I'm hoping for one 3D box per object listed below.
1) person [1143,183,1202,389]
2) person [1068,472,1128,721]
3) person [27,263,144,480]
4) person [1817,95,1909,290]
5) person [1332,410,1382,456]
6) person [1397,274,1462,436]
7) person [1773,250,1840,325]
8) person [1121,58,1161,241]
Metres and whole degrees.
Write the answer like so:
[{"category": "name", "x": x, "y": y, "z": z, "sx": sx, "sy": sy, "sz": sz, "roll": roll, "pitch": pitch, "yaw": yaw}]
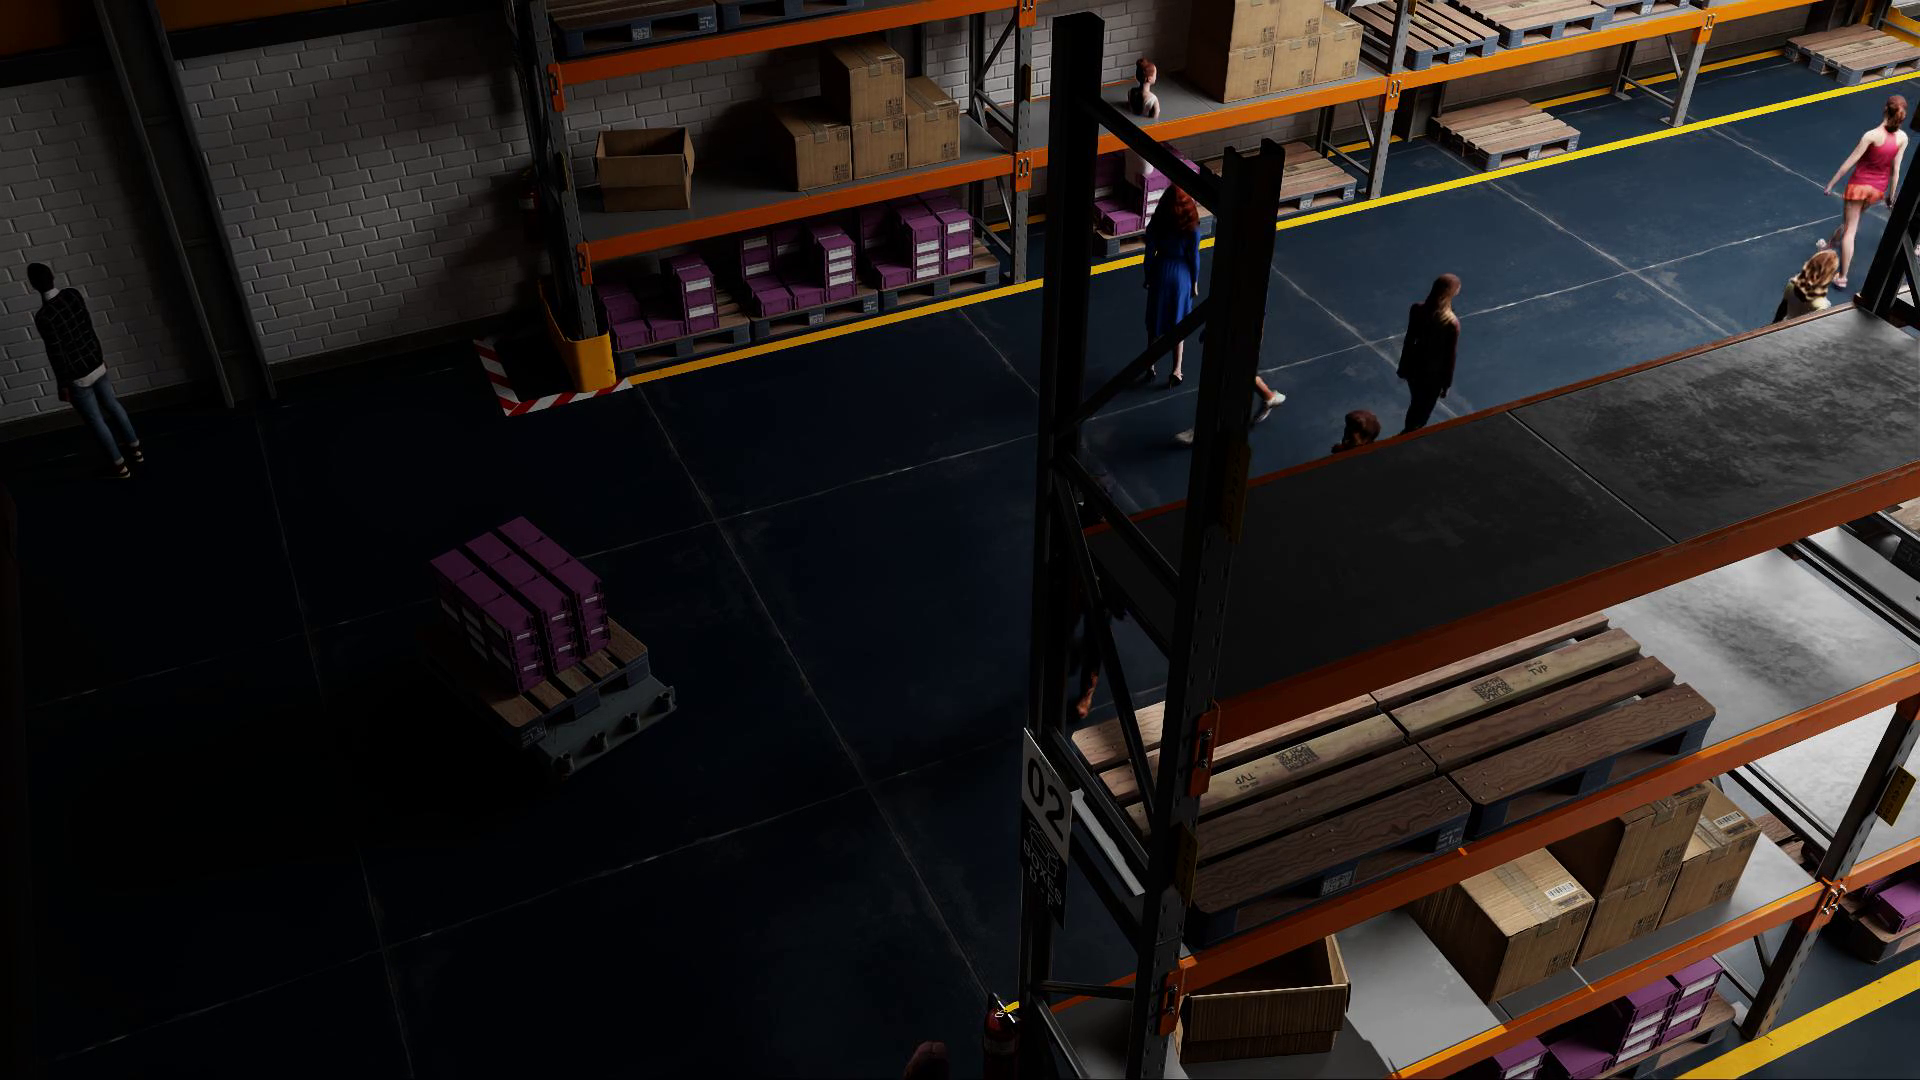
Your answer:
[{"category": "person", "x": 1.707, "y": -2.055, "z": 13.556, "sx": 0.708, "sy": 1.827, "sz": 0.772, "roll": 12, "pitch": 40, "yaw": 14}, {"category": "person", "x": 0.828, "y": 0.288, "z": 10.581, "sx": 0.907, "sy": 1.879, "sz": 0.967, "roll": 14, "pitch": 41, "yaw": 16}, {"category": "person", "x": -6.644, "y": -1.286, "z": 12.599, "sx": 0.769, "sy": 1.820, "sz": 0.740, "roll": 8, "pitch": 39, "yaw": 10}, {"category": "person", "x": 8.173, "y": -3.094, "z": 14.946, "sx": 1.086, "sy": 1.717, "sz": 1.034, "roll": -2, "pitch": 39, "yaw": -2}, {"category": "person", "x": 2.624, "y": -0.096, "z": 11.056, "sx": 0.637, "sy": 1.886, "sz": 0.708, "roll": -19, "pitch": 42, "yaw": -22}, {"category": "person", "x": 3.471, "y": -1.219, "z": 12.629, "sx": 1.041, "sy": 1.677, "sz": 0.751, "roll": -27, "pitch": 46, "yaw": -29}, {"category": "person", "x": 6.383, "y": -1.475, "z": 12.920, "sx": 0.990, "sy": 1.714, "sz": 0.772, "roll": -7, "pitch": 39, "yaw": -8}, {"category": "person", "x": 1.670, "y": -3.654, "z": 15.586, "sx": 0.548, "sy": 1.793, "sz": 0.585, "roll": -23, "pitch": 44, "yaw": -26}]
